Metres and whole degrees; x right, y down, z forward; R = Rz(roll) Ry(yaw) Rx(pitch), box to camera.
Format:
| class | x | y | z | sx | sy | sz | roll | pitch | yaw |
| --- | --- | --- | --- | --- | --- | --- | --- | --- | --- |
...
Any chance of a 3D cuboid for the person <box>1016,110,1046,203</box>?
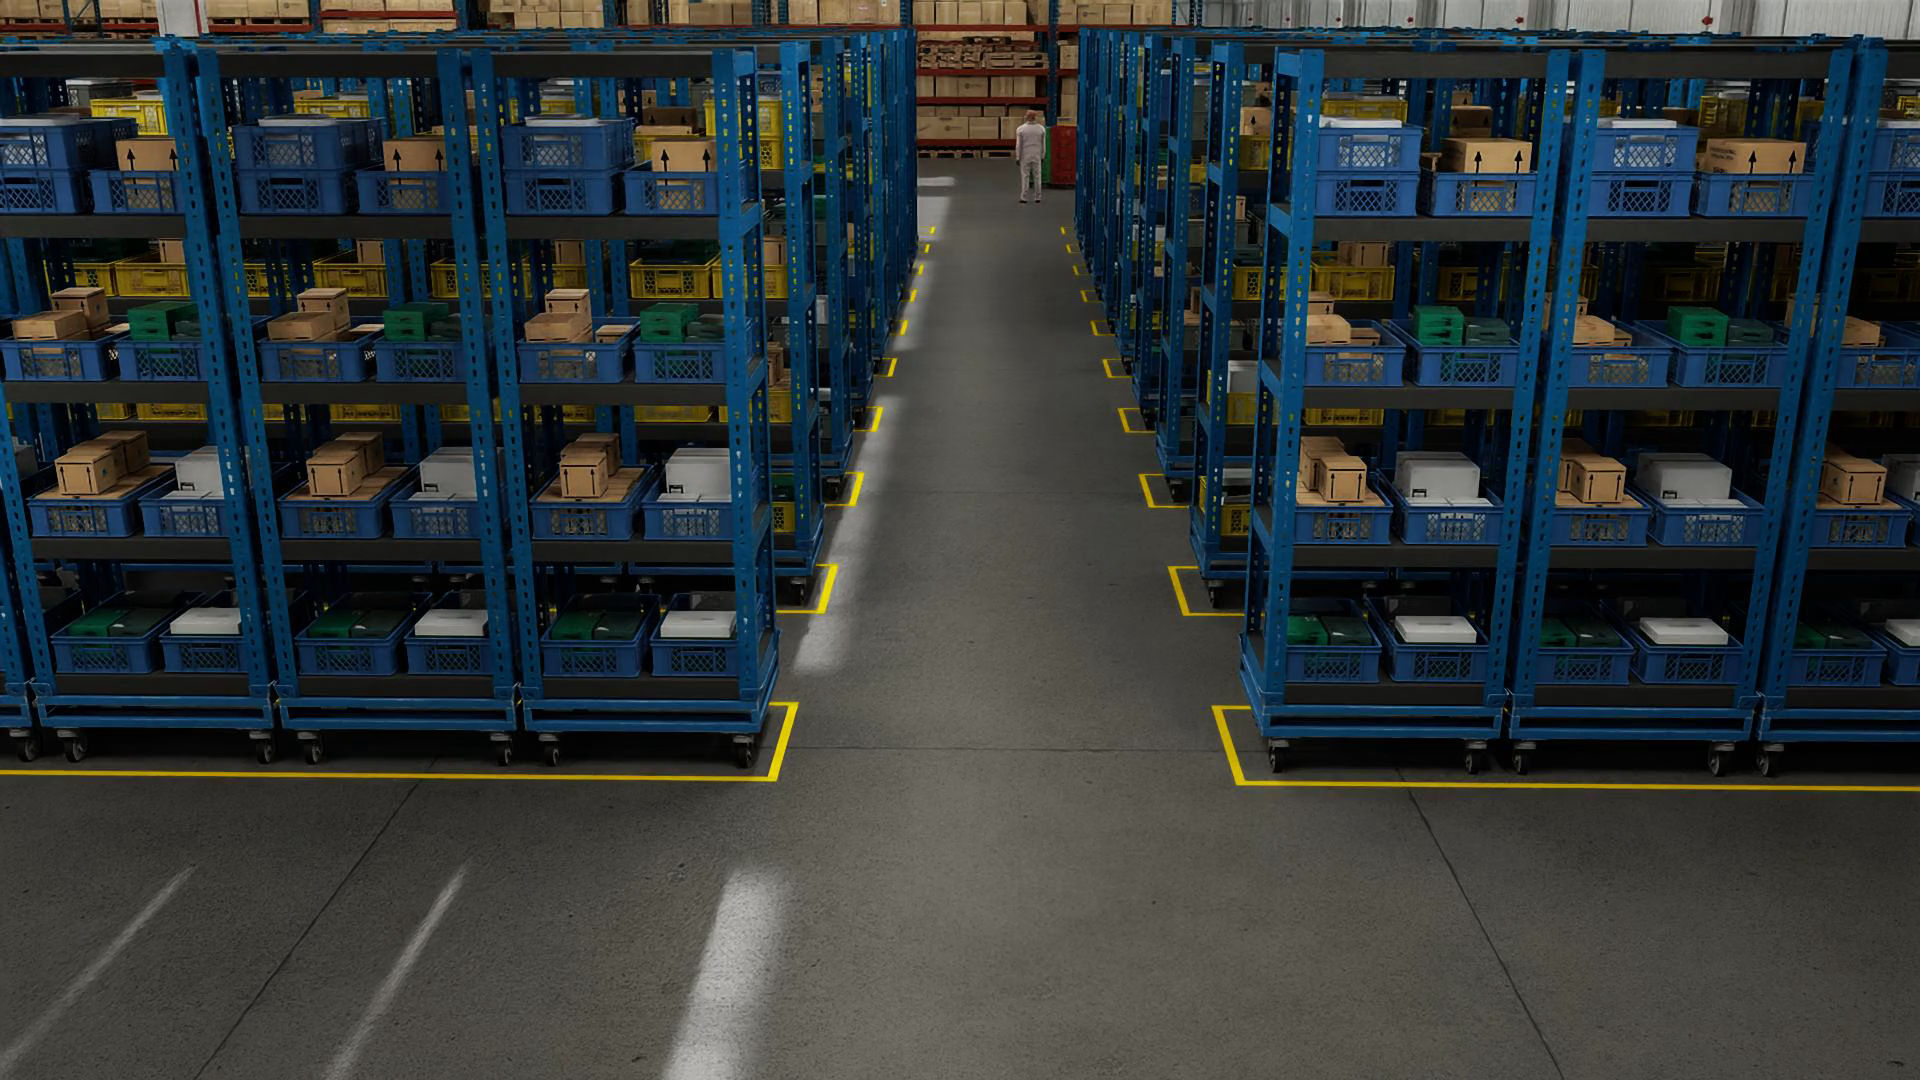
| class | x | y | z | sx | sy | sz | roll | pitch | yaw |
| --- | --- | --- | --- | --- | --- | --- | --- | --- | --- |
| person | 1.468 | -7.999 | 34.732 | 0.641 | 1.908 | 0.407 | -4 | 18 | -14 |

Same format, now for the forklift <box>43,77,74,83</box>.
| class | x | y | z | sx | sy | sz | roll | pitch | yaw |
| --- | --- | --- | --- | --- | --- | --- | --- | --- | --- |
| forklift | -23.317 | -11.198 | 43.325 | 1.873 | 2.768 | 1.129 | 7 | 19 | 20 |
